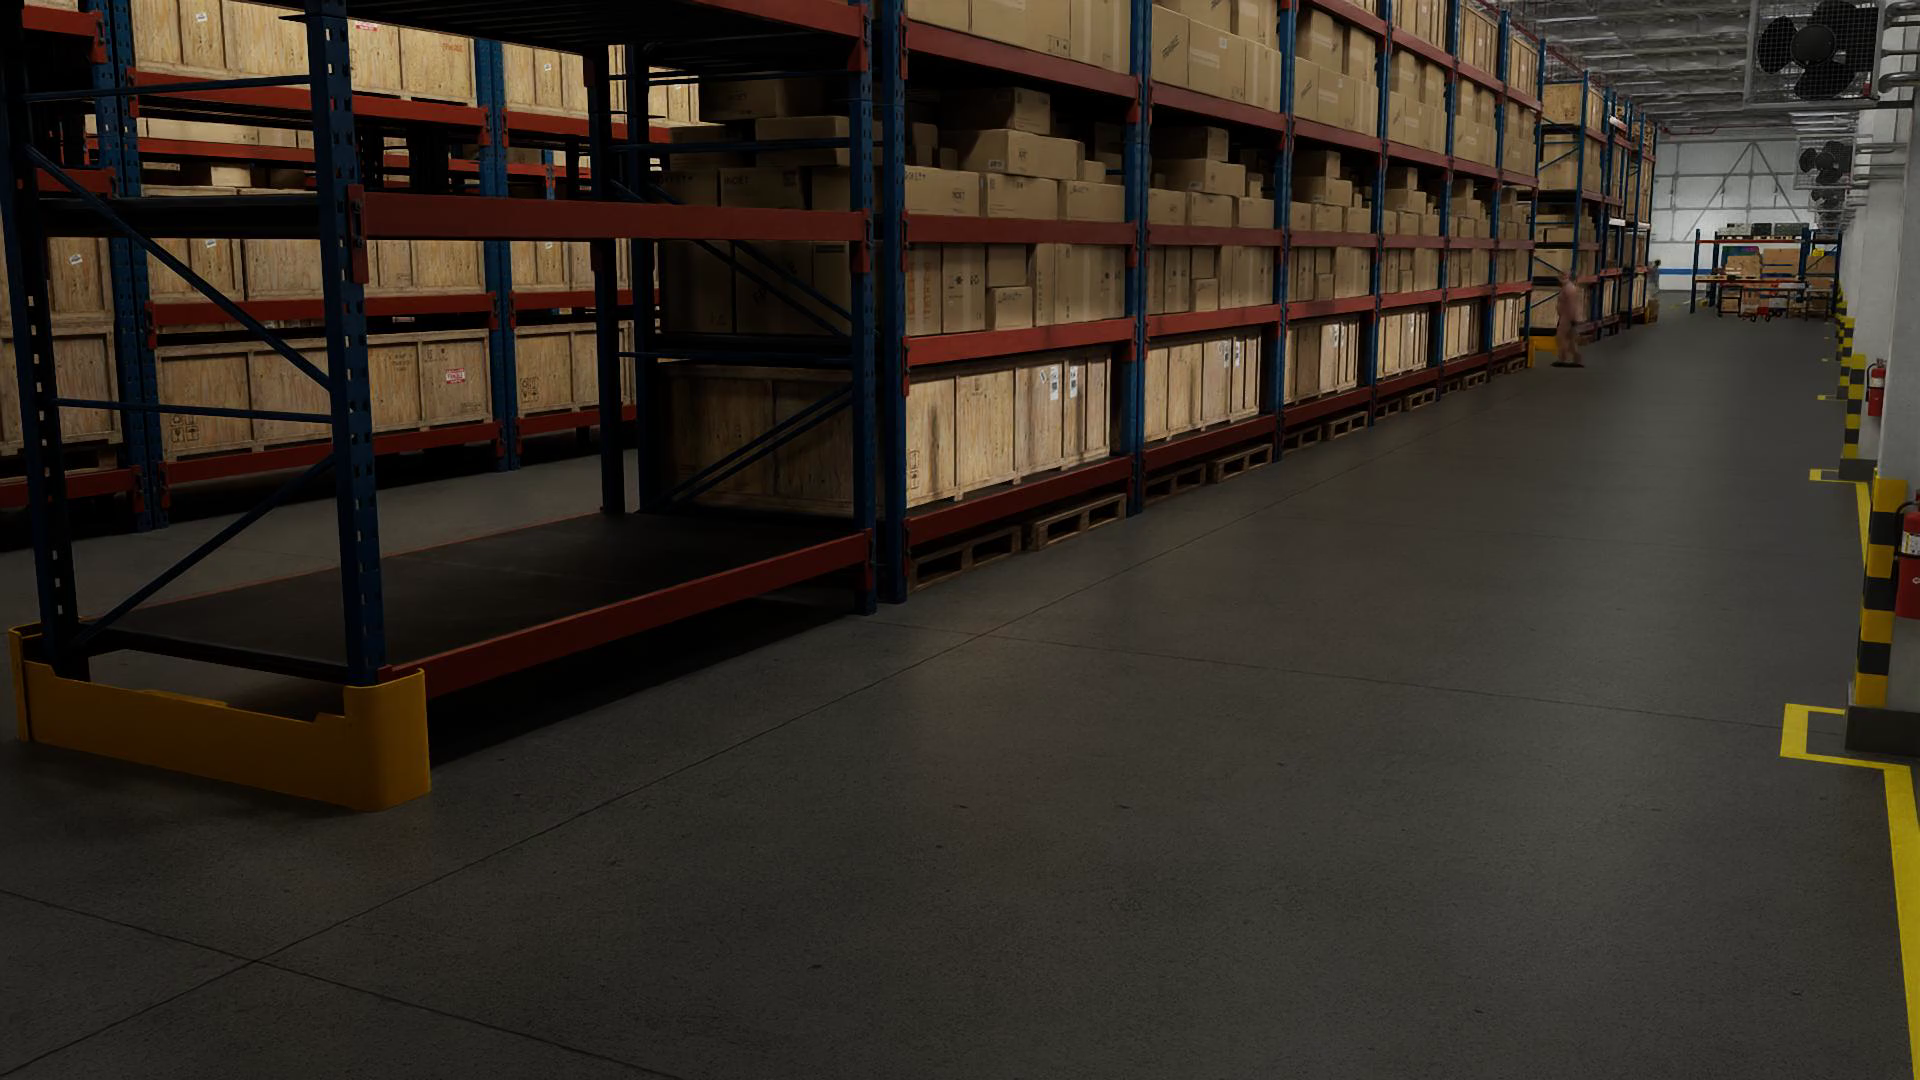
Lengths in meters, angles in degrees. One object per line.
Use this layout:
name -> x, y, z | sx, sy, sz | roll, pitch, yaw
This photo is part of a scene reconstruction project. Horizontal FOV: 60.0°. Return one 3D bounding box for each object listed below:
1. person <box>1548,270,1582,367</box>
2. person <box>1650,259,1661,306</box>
person -> 11.584, -4.218, 31.737 | 0.708, 1.853, 0.673 | 4, 11, 23
person -> 28.430, -10.529, 68.062 | 0.500, 1.925, 0.649 | 3, 10, 19
